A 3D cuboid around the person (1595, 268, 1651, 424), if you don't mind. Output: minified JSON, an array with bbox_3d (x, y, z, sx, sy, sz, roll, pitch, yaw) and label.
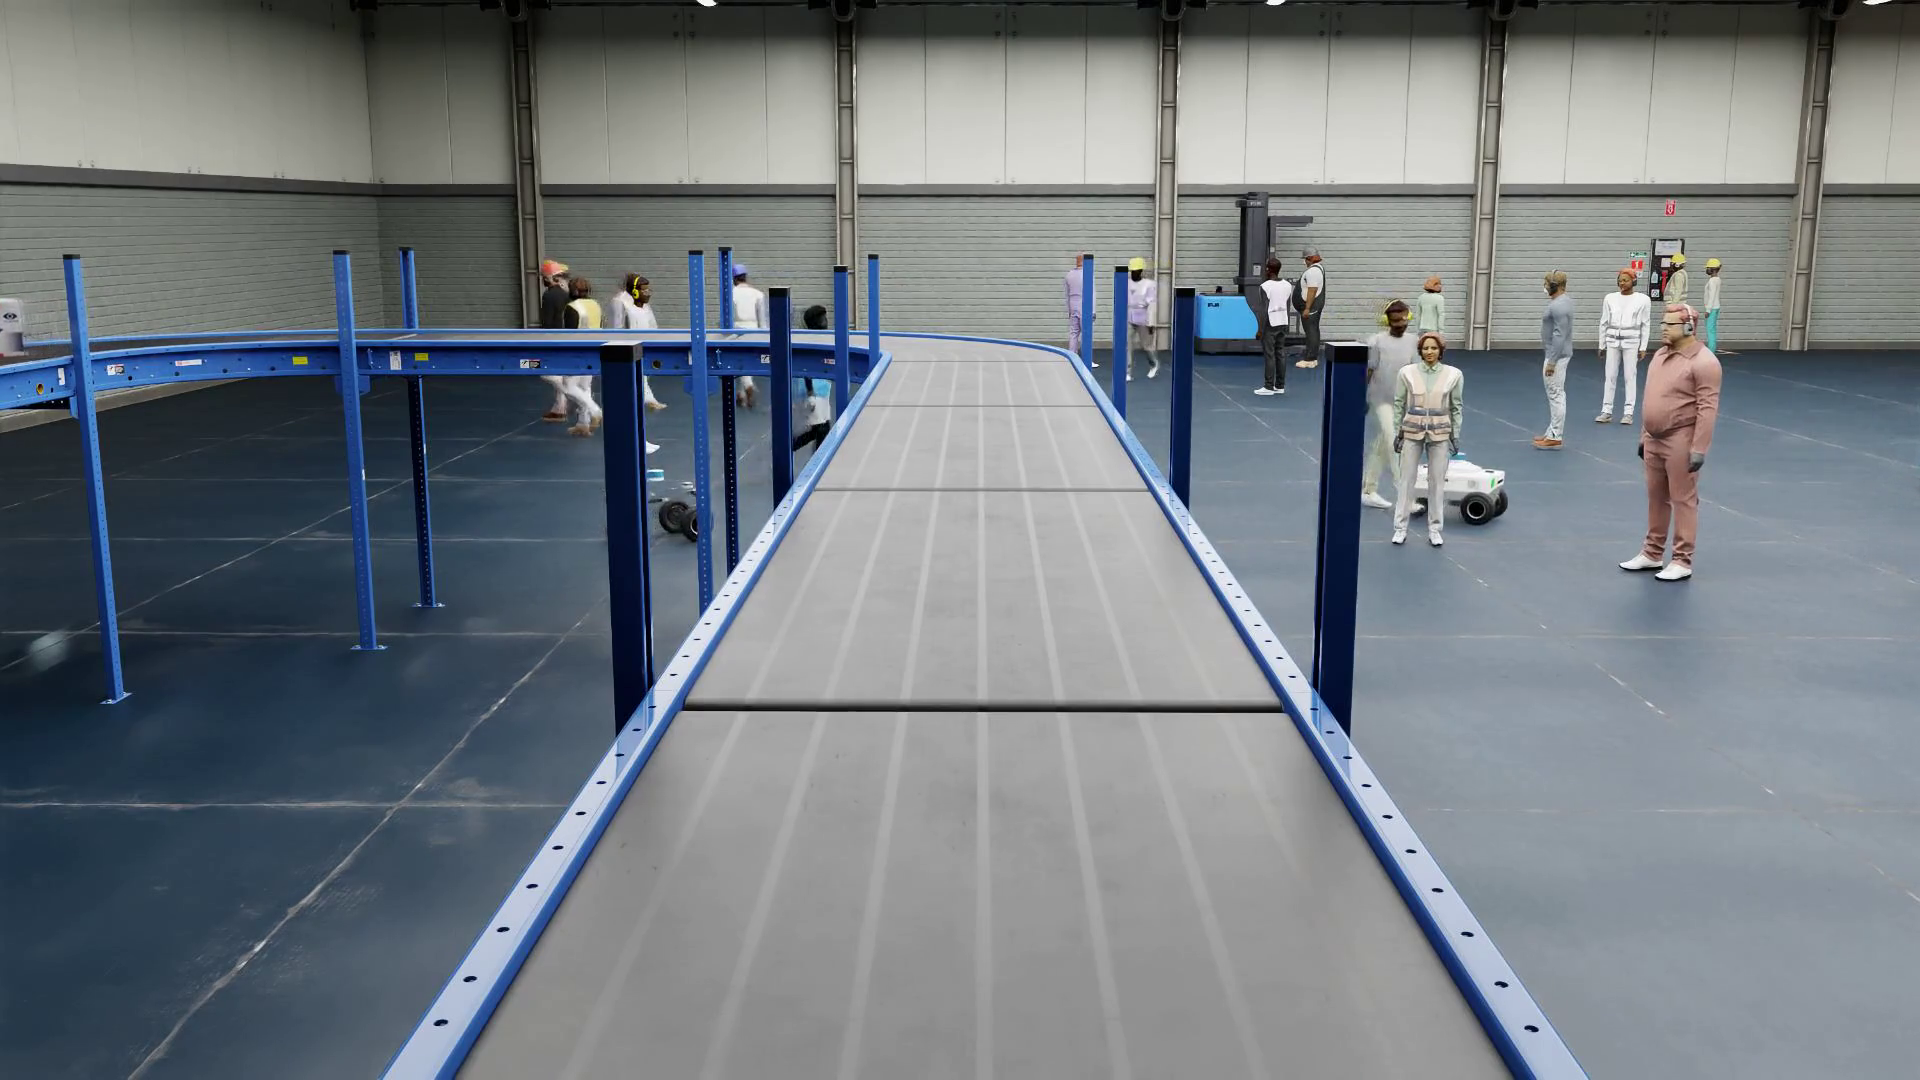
[{"bbox_3d":[8.064,-2.358,20.244,0.586,1.882,0.342,9,14,39],"label":"person"}]

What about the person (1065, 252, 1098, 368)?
[{"bbox_3d":[2.050,-3.839,27.799,0.411,1.909,0.643,-10,15,-41],"label":"person"}]

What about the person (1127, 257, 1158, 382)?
[{"bbox_3d":[2.761,-3.399,25.568,0.598,1.895,0.875,9,14,38],"label":"person"}]

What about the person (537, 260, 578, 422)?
[{"bbox_3d":[-4.898,-2.426,20.359,0.571,1.973,0.633,2,11,10],"label":"person"}]

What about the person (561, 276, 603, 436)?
[{"bbox_3d":[-4.317,-2.096,19.047,0.511,1.826,0.651,3,12,17],"label":"person"}]

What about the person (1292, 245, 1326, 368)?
[{"bbox_3d":[5.843,-3.910,27.928,0.536,2.000,0.675,5,12,23],"label":"person"}]

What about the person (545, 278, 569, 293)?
[{"bbox_3d":[-6.362,-3.480,26.173,0.403,1.822,0.588,1,11,5],"label":"person"}]

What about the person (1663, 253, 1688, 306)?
[{"bbox_3d":[13.142,-4.346,30.583,0.403,1.837,0.586,5,12,26],"label":"person"}]

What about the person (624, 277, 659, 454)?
[{"bbox_3d":[-3.410,-1.868,17.767,0.311,1.869,0.534,0,11,0],"label":"person"}]

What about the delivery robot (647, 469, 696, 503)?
[{"bbox_3d":[-2.362,-0.433,12.981,0.698,0.223,0.335,-7,13,-33],"label":"delivery robot"}]

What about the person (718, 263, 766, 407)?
[{"bbox_3d":[-2.822,-2.675,21.831,0.617,1.906,0.825,-6,13,-29],"label":"person"}]

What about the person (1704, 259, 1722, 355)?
[{"bbox_3d":[13.232,-4.070,29.348,0.311,1.768,0.533,7,13,31],"label":"person"}]

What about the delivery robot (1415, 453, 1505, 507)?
[{"bbox_3d":[4.168,-0.489,13.937,0.707,0.478,0.477,7,13,31],"label":"delivery robot"}]

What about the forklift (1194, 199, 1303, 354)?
[{"bbox_3d":[5.313,-4.851,30.603,1.873,2.768,1.129,0,11,1],"label":"forklift"}]

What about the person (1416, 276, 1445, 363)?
[{"bbox_3d":[6.983,-3.100,24.702,0.286,1.633,0.501,-7,13,-31],"label":"person"}]

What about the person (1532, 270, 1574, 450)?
[{"bbox_3d":[6.458,-1.959,18.071,0.370,1.934,0.627,4,12,21],"label":"person"}]

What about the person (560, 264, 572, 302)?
[{"bbox_3d":[-6.543,-3.700,27.561,0.904,1.721,0.533,8,13,34],"label":"person"}]

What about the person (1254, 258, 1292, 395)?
[{"bbox_3d":[4.443,-3.025,23.584,0.589,1.920,0.392,-9,14,-39],"label":"person"}]

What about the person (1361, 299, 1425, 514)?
[{"bbox_3d":[3.723,-1.130,14.110,0.639,1.808,0.899,-5,12,-25],"label":"person"}]

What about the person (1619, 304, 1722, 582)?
[{"bbox_3d":[4.942,-0.682,11.575,0.403,1.911,0.637,-3,11,-14],"label":"person"}]

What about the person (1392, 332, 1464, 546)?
[{"bbox_3d":[3.577,-0.778,12.754,0.515,1.641,0.314,3,11,15],"label":"person"}]

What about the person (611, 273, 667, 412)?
[{"bbox_3d":[-4.268,-2.569,21.637,0.999,1.788,0.634,5,12,23],"label":"person"}]

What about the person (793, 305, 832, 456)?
[{"bbox_3d":[-1.408,-1.376,15.696,0.545,1.684,0.545,2,11,12],"label":"person"}]
